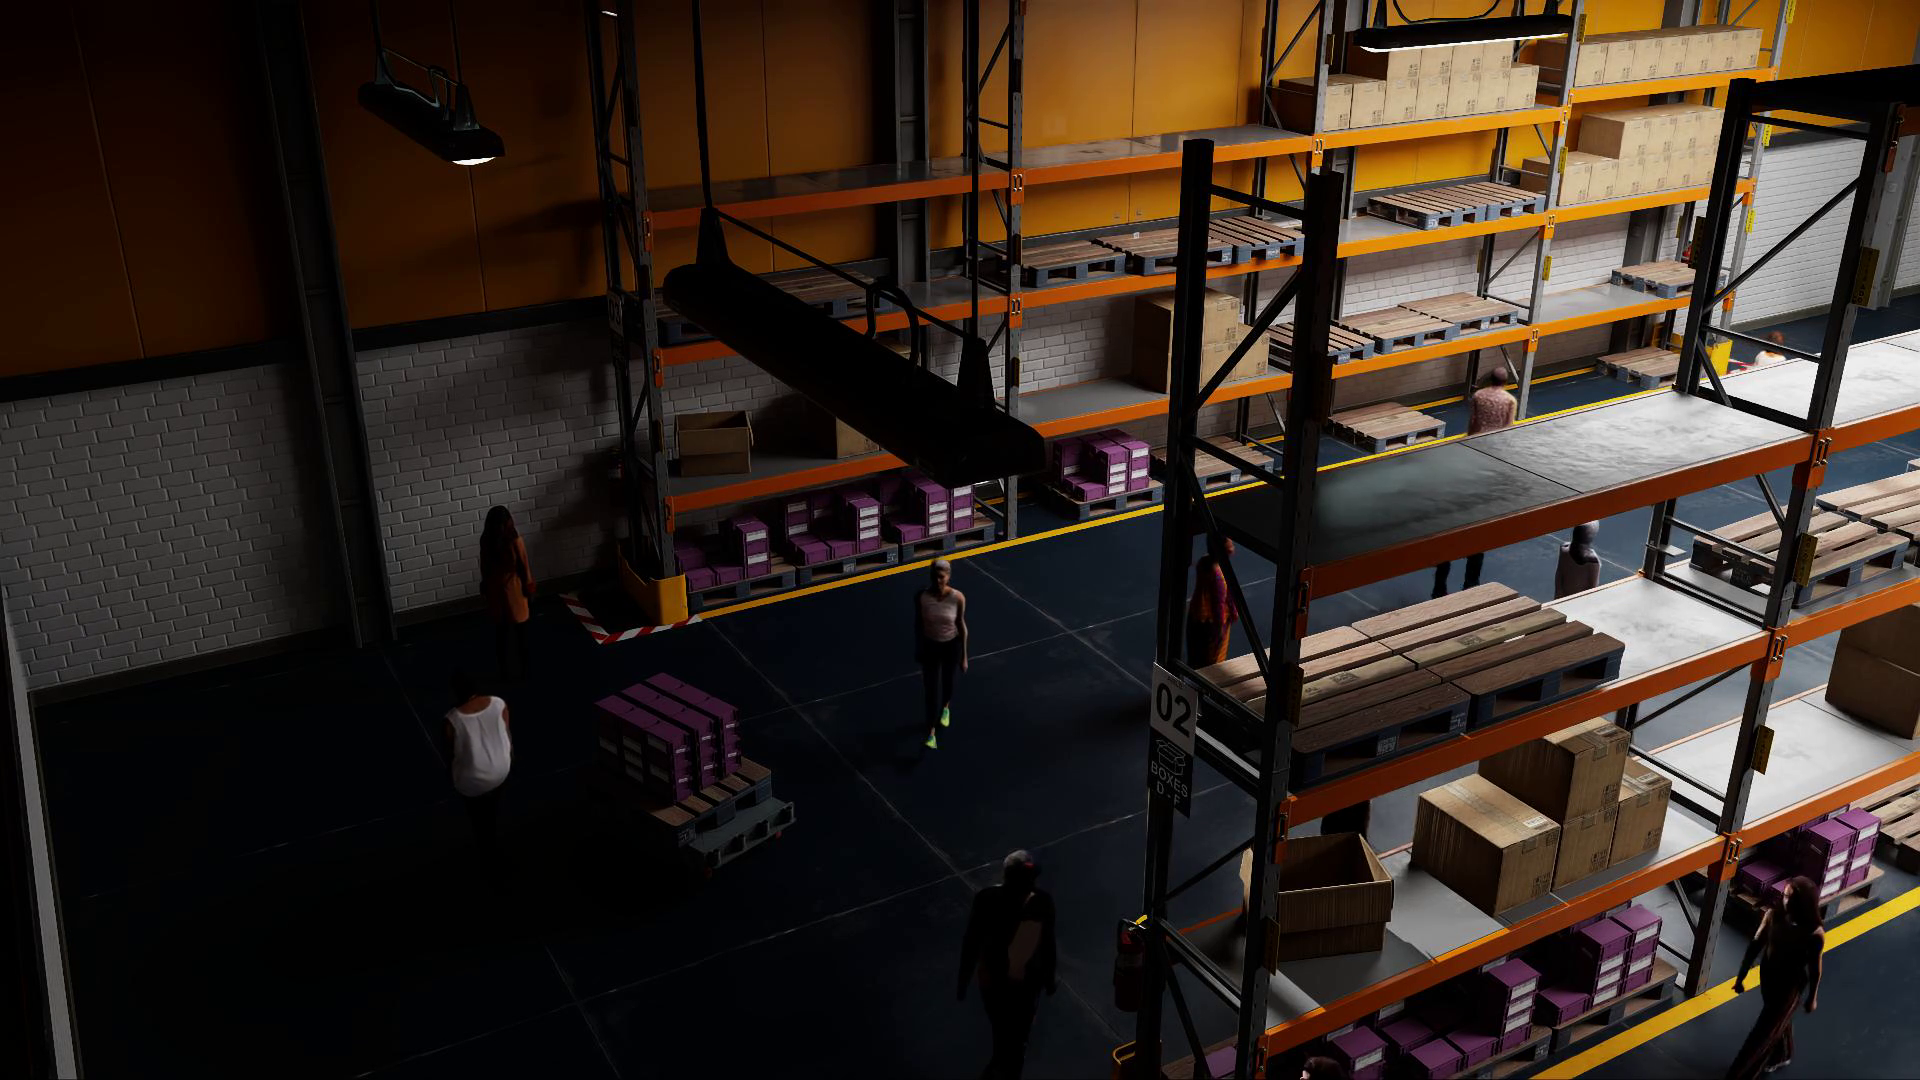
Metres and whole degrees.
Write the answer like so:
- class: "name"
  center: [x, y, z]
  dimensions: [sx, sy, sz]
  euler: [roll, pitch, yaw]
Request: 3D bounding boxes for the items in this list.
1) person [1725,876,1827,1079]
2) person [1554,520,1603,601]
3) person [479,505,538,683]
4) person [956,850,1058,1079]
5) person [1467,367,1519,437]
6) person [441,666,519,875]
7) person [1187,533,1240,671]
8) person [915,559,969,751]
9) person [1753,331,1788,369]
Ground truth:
- class: "person"
  center: [5.174, 2.740, 10.371]
  dimensions: [0.994, 1.524, 0.557]
  euler: [-14, 27, -28]
- class: "person"
  center: [5.480, 0.624, 14.898]
  dimensions: [0.543, 1.775, 0.622]
  euler: [-11, 26, -24]
- class: "person"
  center: [-4.149, 0.487, 15.276]
  dimensions: [0.758, 1.722, 0.840]
  euler: [4, 24, 9]
- class: "person"
  center: [0.327, 2.642, 10.196]
  dimensions: [1.199, 1.842, 1.241]
  euler: [6, 24, 14]
- class: "person"
  center: [5.912, -1.032, 18.692]
  dimensions: [1.030, 1.770, 1.226]
  euler: [15, 28, 30]
- class: "person"
  center: [-3.588, 1.738, 12.481]
  dimensions: [0.864, 1.670, 0.803]
  euler: [-18, 29, -35]
- class: "person"
  center: [2.266, 0.662, 14.938]
  dimensions: [0.787, 1.673, 0.761]
  euler: [-3, 24, -7]
- class: "person"
  center: [-0.149, 0.914, 14.375]
  dimensions: [1.138, 1.662, 1.084]
  euler: [1, 24, 3]
- class: "person"
  center: [9.891, -1.752, 20.451]
  dimensions: [0.527, 1.680, 0.616]
  euler: [-12, 27, -26]
